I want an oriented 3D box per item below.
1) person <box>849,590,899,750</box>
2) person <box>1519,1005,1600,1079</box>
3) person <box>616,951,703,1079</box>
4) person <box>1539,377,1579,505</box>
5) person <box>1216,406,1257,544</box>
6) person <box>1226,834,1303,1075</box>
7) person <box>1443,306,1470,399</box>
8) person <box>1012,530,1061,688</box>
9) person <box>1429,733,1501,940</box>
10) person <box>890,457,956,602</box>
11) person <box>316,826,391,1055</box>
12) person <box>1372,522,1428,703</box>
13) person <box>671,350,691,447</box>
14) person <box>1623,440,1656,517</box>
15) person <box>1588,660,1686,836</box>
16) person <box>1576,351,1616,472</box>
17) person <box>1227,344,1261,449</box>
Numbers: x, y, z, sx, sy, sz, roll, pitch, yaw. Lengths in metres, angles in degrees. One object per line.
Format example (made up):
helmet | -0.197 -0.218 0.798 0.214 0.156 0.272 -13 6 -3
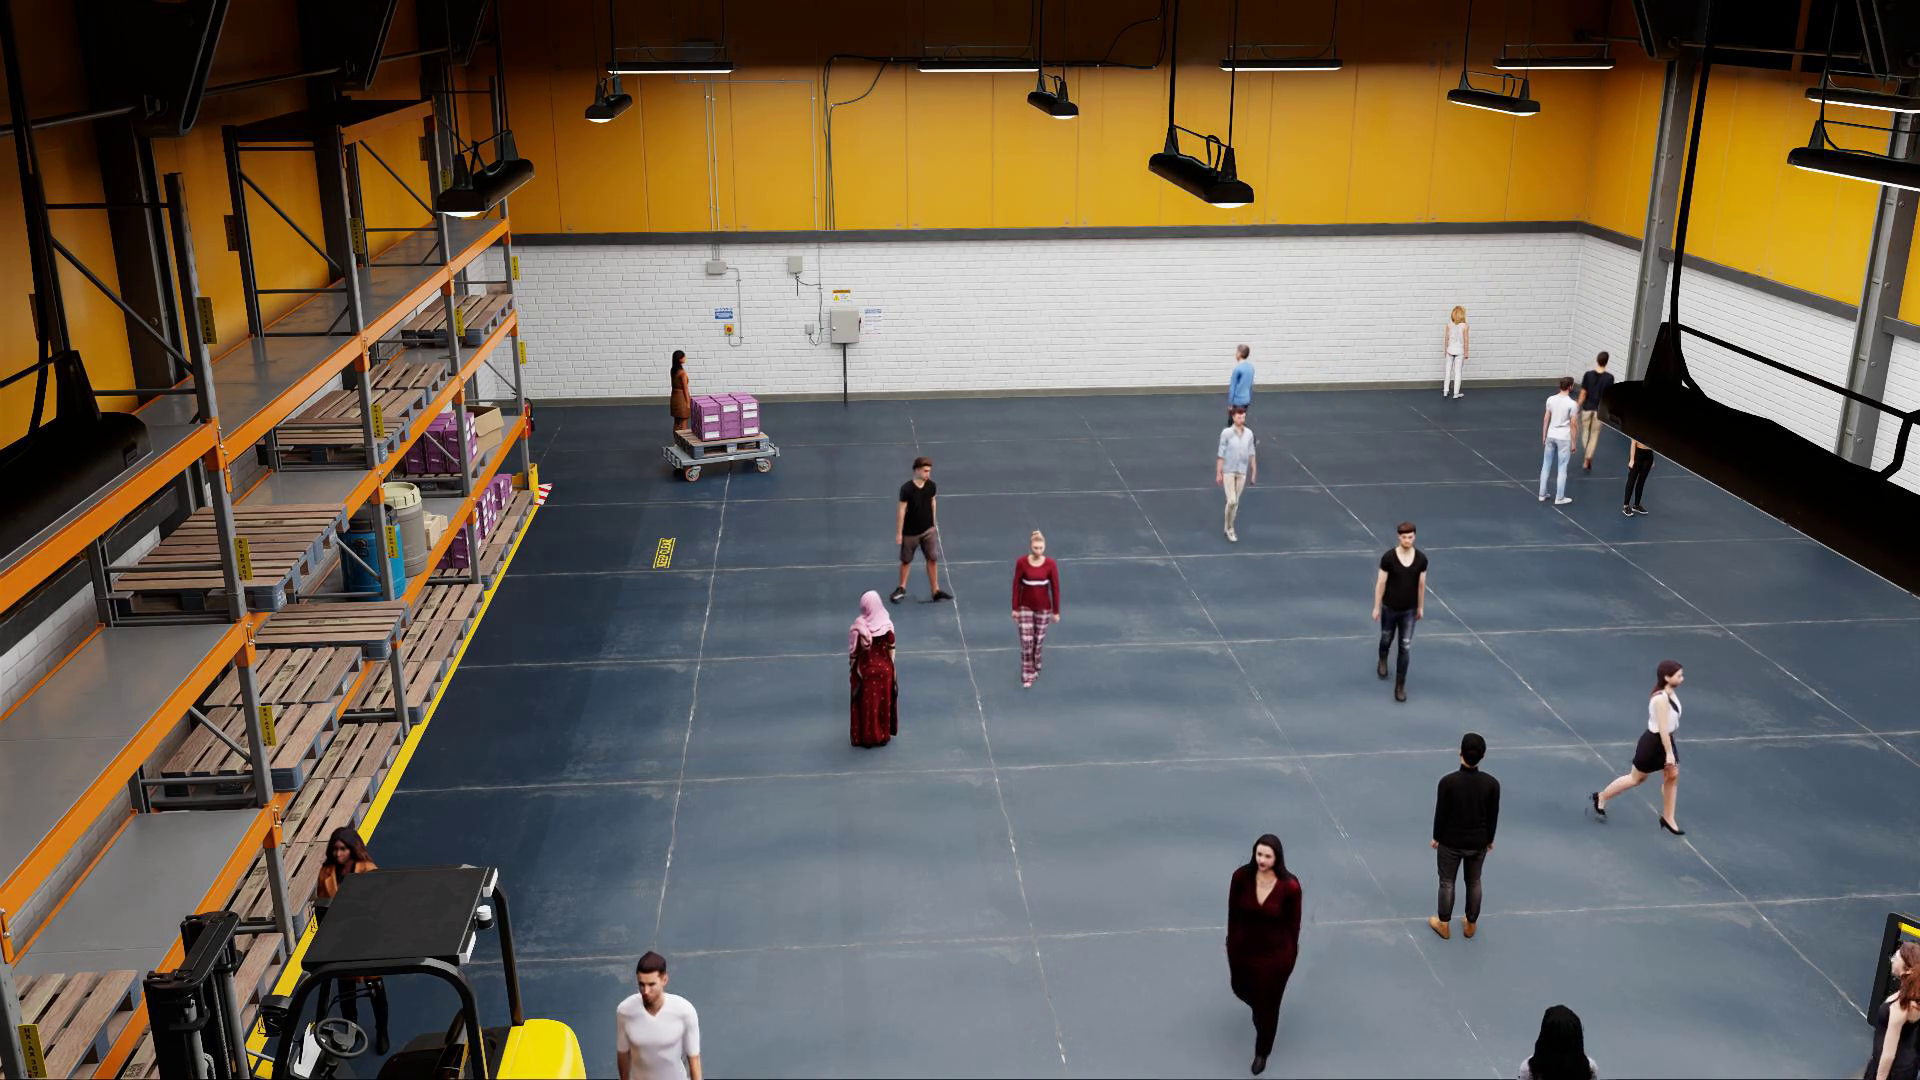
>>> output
person | -0.859 1.258 16.335 0.703 1.639 0.664 -5 19 -15
person | 3.422 3.499 9.554 0.655 1.720 0.800 0 19 0
person | -1.790 3.274 10.057 0.771 1.825 1.193 1 19 2
person | 8.661 -1.454 24.057 0.794 1.850 0.688 -15 24 -38
person | 3.686 -0.931 22.531 0.752 1.834 0.821 -6 19 -16
person | 2.125 2.803 11.592 0.949 1.738 1.101 8 20 23
person | 8.995 -3.429 30.205 0.682 1.670 0.739 14 23 37
person | 0.799 0.704 17.916 0.656 1.680 0.874 -1 19 -3
person | 3.954 2.320 13.051 0.667 1.722 0.567 1 19 2
person | -0.554 -0.139 20.176 0.994 1.835 1.022 -7 20 -20
person | -4.231 2.801 11.625 0.671 1.720 0.574 -2 19 -6
person | 4.650 0.690 17.664 0.871 1.867 1.272 3 19 8
person | -4.456 -2.197 26.517 0.707 1.688 0.613 -14 23 -36
person | 9.648 -1.172 23.545 0.616 1.642 0.562 -6 20 -17
person | 6.049 1.829 14.672 1.014 1.618 1.046 11 21 29
person | 9.747 -1.952 25.583 1.097 1.819 1.232 11 22 30
person | 4.480 -2.180 26.293 1.078 1.799 1.003 17 25 40
